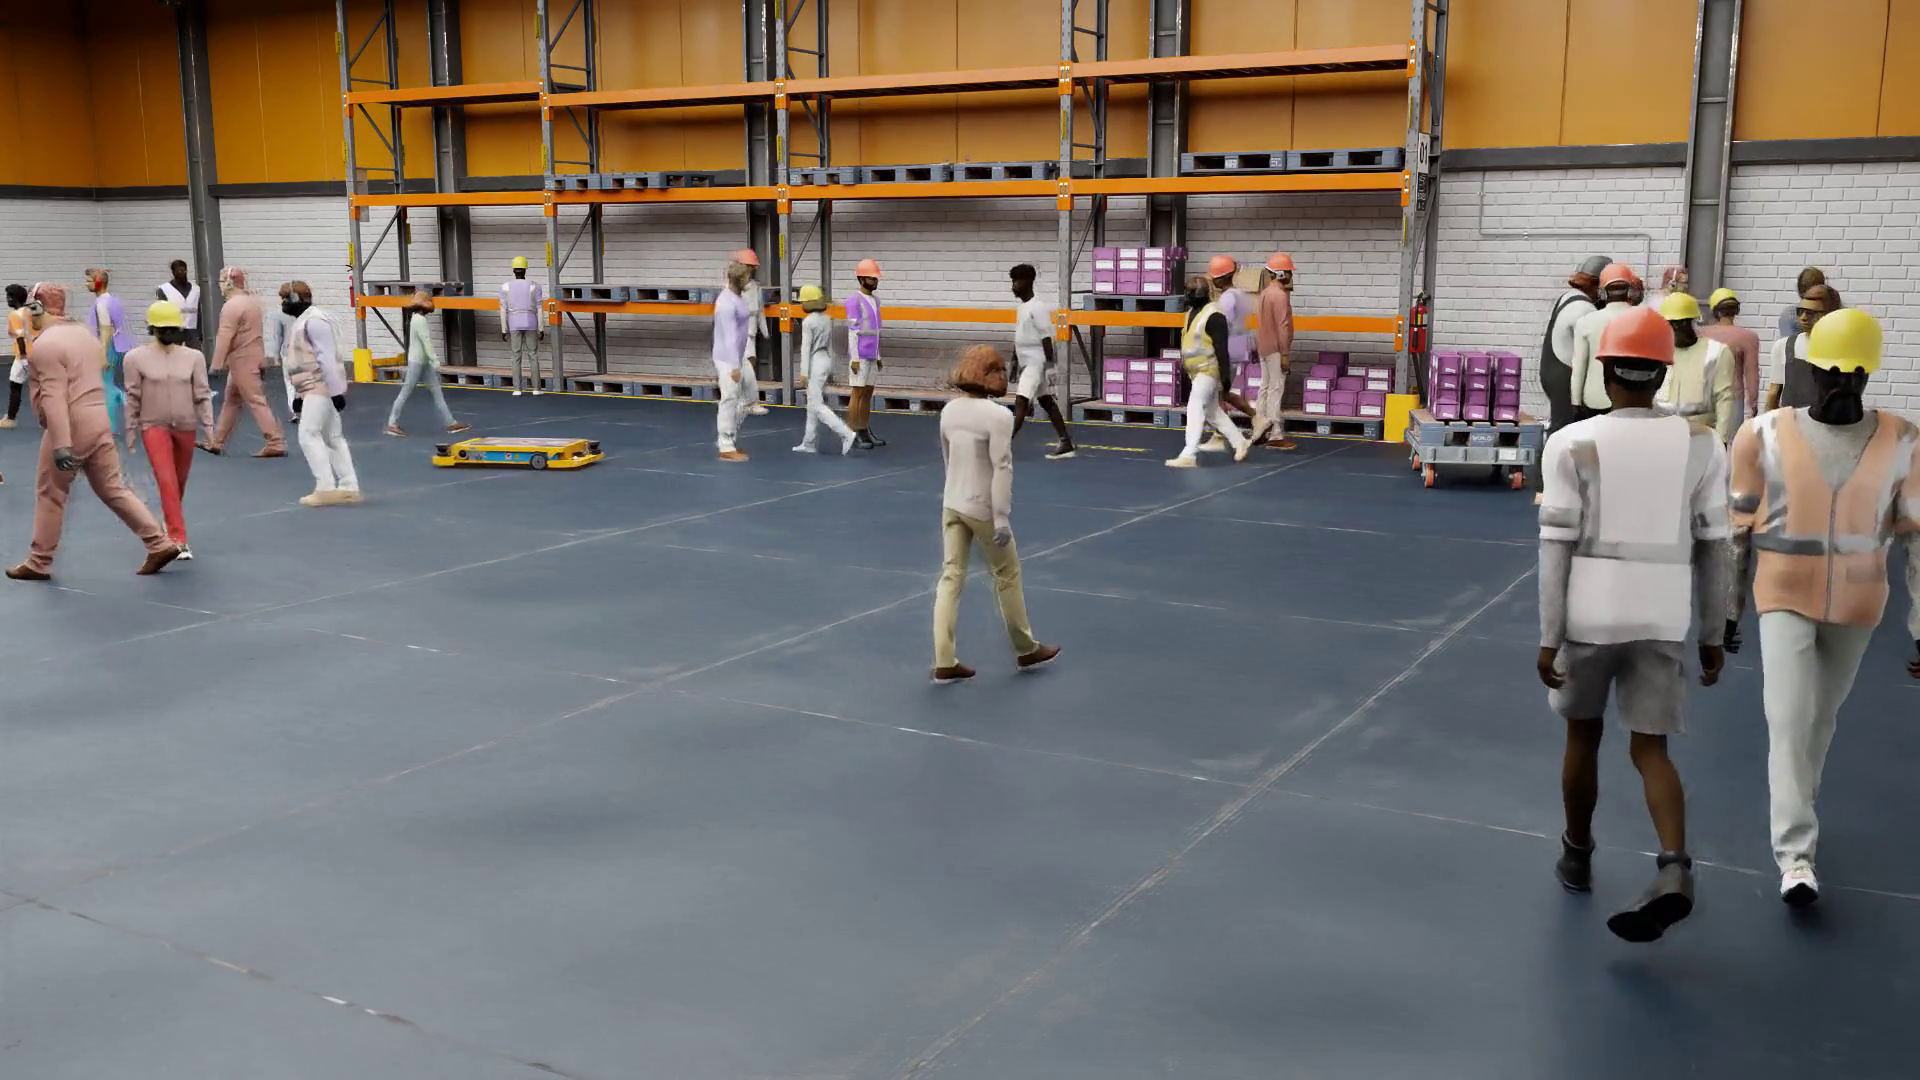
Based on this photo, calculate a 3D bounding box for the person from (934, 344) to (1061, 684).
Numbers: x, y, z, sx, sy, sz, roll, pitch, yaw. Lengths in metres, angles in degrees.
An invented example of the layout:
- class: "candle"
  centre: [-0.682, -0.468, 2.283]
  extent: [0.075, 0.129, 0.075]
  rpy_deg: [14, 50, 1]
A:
- class: "person"
  centre: [0.163, -0.134, 7.967]
  extent: [0.777, 1.597, 0.527]
  rpy_deg: [-9, 13, -41]

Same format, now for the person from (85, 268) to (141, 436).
- class: "person"
  centre: [-9.261, -2.037, 18.099]
  extent: [0.502, 1.834, 0.584]
  rpy_deg: [-4, 11, -20]

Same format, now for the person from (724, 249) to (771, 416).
- class: "person"
  centre: [-2.525, -2.521, 20.307]
  extent: [0.822, 2.015, 0.622]
  rpy_deg: [6, 11, 29]

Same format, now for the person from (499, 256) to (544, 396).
- class: "person"
  centre: [-6.052, -2.949, 23.010]
  extent: [0.584, 1.928, 0.374]
  rpy_deg: [-2, 10, -12]

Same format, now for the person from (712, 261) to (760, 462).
- class: "person"
  centre: [-2.164, -1.706, 15.993]
  extent: [0.436, 1.923, 0.683]
  rpy_deg: [1, 10, 5]

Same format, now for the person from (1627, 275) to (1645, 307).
- class: "person"
  centre: [5.247, -1.213, 13.445]
  extent: [0.959, 1.856, 0.629]
  rpy_deg: [-7, 12, -34]

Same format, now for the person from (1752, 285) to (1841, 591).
- class: "person"
  centre: [5.012, -0.577, 9.820]
  extent: [0.514, 1.841, 0.326]
  rpy_deg: [8, 13, 37]

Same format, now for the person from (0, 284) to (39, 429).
- class: "person"
  centre: [-10.489, -2.065, 18.823]
  extent: [0.920, 1.644, 0.550]
  rpy_deg: [0, 10, 0]

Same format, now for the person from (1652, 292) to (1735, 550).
- class: "person"
  centre: [4.658, -0.696, 10.677]
  extent: [0.592, 1.792, 0.927]
  rpy_deg: [6, 12, 32]

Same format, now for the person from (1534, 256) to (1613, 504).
- class: "person"
  centre: [4.901, -1.270, 13.185]
  extent: [0.619, 2.000, 0.710]
  rpy_deg: [1, 10, 7]

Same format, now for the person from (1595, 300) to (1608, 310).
- class: "person"
  centre: [5.608, -1.385, 14.871]
  extent: [0.544, 1.670, 0.603]
  rpy_deg: [-4, 11, -19]

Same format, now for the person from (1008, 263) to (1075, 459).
- class: "person"
  centre: [0.672, -1.711, 16.075]
  extent: [1.030, 1.901, 0.617]
  rpy_deg: [-2, 10, -11]

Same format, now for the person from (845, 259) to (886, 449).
- class: "person"
  centre: [-0.952, -1.907, 17.082]
  extent: [0.377, 1.938, 0.547]
  rpy_deg: [5, 11, 26]

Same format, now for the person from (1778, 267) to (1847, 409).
- class: "person"
  centre: [7.205, -1.352, 14.141]
  extent: [0.661, 1.890, 0.875]
  rpy_deg: [-1, 10, -4]

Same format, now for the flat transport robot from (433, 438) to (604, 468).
- class: "flat transport robot"
  centre: [-4.167, -0.832, 15.713]
  extent: [1.431, 0.197, 0.652]
  rpy_deg: [1, 10, 8]

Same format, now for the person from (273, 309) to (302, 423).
- class: "person"
  centre: [-7.663, -2.136, 19.270]
  extent: [0.534, 1.616, 0.473]
  rpy_deg: [-4, 11, -21]

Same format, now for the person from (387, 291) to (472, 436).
- class: "person"
  centre: [-5.895, -1.936, 18.256]
  extent: [0.902, 1.578, 0.519]
  rpy_deg: [-2, 10, -10]

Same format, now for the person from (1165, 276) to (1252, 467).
- class: "person"
  centre: [2.390, -1.586, 15.678]
  extent: [0.855, 1.802, 0.663]
  rpy_deg: [-2, 10, -11]

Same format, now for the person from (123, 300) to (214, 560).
- class: "person"
  centre: [-5.370, -0.767, 11.282]
  extent: [0.525, 1.719, 0.919]
  rpy_deg: [-9, 13, -40]

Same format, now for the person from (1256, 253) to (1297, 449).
- class: "person"
  centre: [3.239, -1.927, 17.035]
  extent: [0.379, 1.996, 0.610]
  rpy_deg: [-2, 10, -10]

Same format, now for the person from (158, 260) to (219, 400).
- class: "person"
  centre: [-10.296, -2.770, 22.137]
  extent: [0.956, 1.871, 0.620]
  rpy_deg: [8, 13, 37]

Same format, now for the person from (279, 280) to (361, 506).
- class: "person"
  centre: [-5.133, -1.172, 13.336]
  extent: [0.570, 1.797, 0.654]
  rpy_deg: [-5, 11, -25]

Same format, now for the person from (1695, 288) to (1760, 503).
- class: "person"
  centre: [5.978, -1.109, 13.103]
  extent: [0.579, 1.738, 0.520]
  rpy_deg: [8, 13, 38]

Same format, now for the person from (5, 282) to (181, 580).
- class: "person"
  centre: [-5.437, -0.664, 10.310]
  extent: [0.988, 1.855, 0.693]
  rpy_deg: [0, 10, 0]

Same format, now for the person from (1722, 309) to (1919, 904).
- class: "person"
  centre: [2.783, 0.205, 5.336]
  extent: [0.609, 1.861, 1.031]
  rpy_deg: [3, 10, 16]

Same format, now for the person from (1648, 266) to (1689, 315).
- class: "person"
  centre: [6.565, -1.632, 15.693]
  extent: [0.551, 1.884, 0.642]
  rpy_deg: [2, 10, 11]

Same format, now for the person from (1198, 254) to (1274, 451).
- class: "person"
  centre: [2.745, -1.850, 16.625]
  extent: [0.691, 1.996, 0.656]
  rpy_deg: [3, 10, 14]

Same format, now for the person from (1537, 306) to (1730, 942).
- class: "person"
  centre: [2.036, 0.254, 5.003]
  extent: [0.568, 1.901, 0.869]
  rpy_deg: [1, 10, 8]

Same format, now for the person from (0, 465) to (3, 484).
- class: "person"
  centre: [-8.458, -1.365, 14.210]
  extent: [0.310, 1.869, 0.531]
  rpy_deg: [-3, 10, -15]

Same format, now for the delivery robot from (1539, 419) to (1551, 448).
- class: "delivery robot"
  centre: [5.671, -0.980, 15.486]
  extent: [0.477, 0.478, 0.707]
  rpy_deg: [-3, 10, -15]

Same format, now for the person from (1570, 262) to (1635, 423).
- class: "person"
  centre: [4.741, -1.021, 12.044]
  extent: [0.637, 1.957, 0.878]
  rpy_deg: [5, 11, 24]

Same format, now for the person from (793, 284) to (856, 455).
- class: "person"
  centre: [-1.372, -1.684, 16.481]
  extent: [0.746, 1.707, 0.491]
  rpy_deg: [5, 11, 27]

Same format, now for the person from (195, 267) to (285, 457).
- class: "person"
  centre: [-7.120, -1.721, 16.265]
  extent: [0.966, 1.857, 0.649]
  rpy_deg: [-1, 10, -8]
